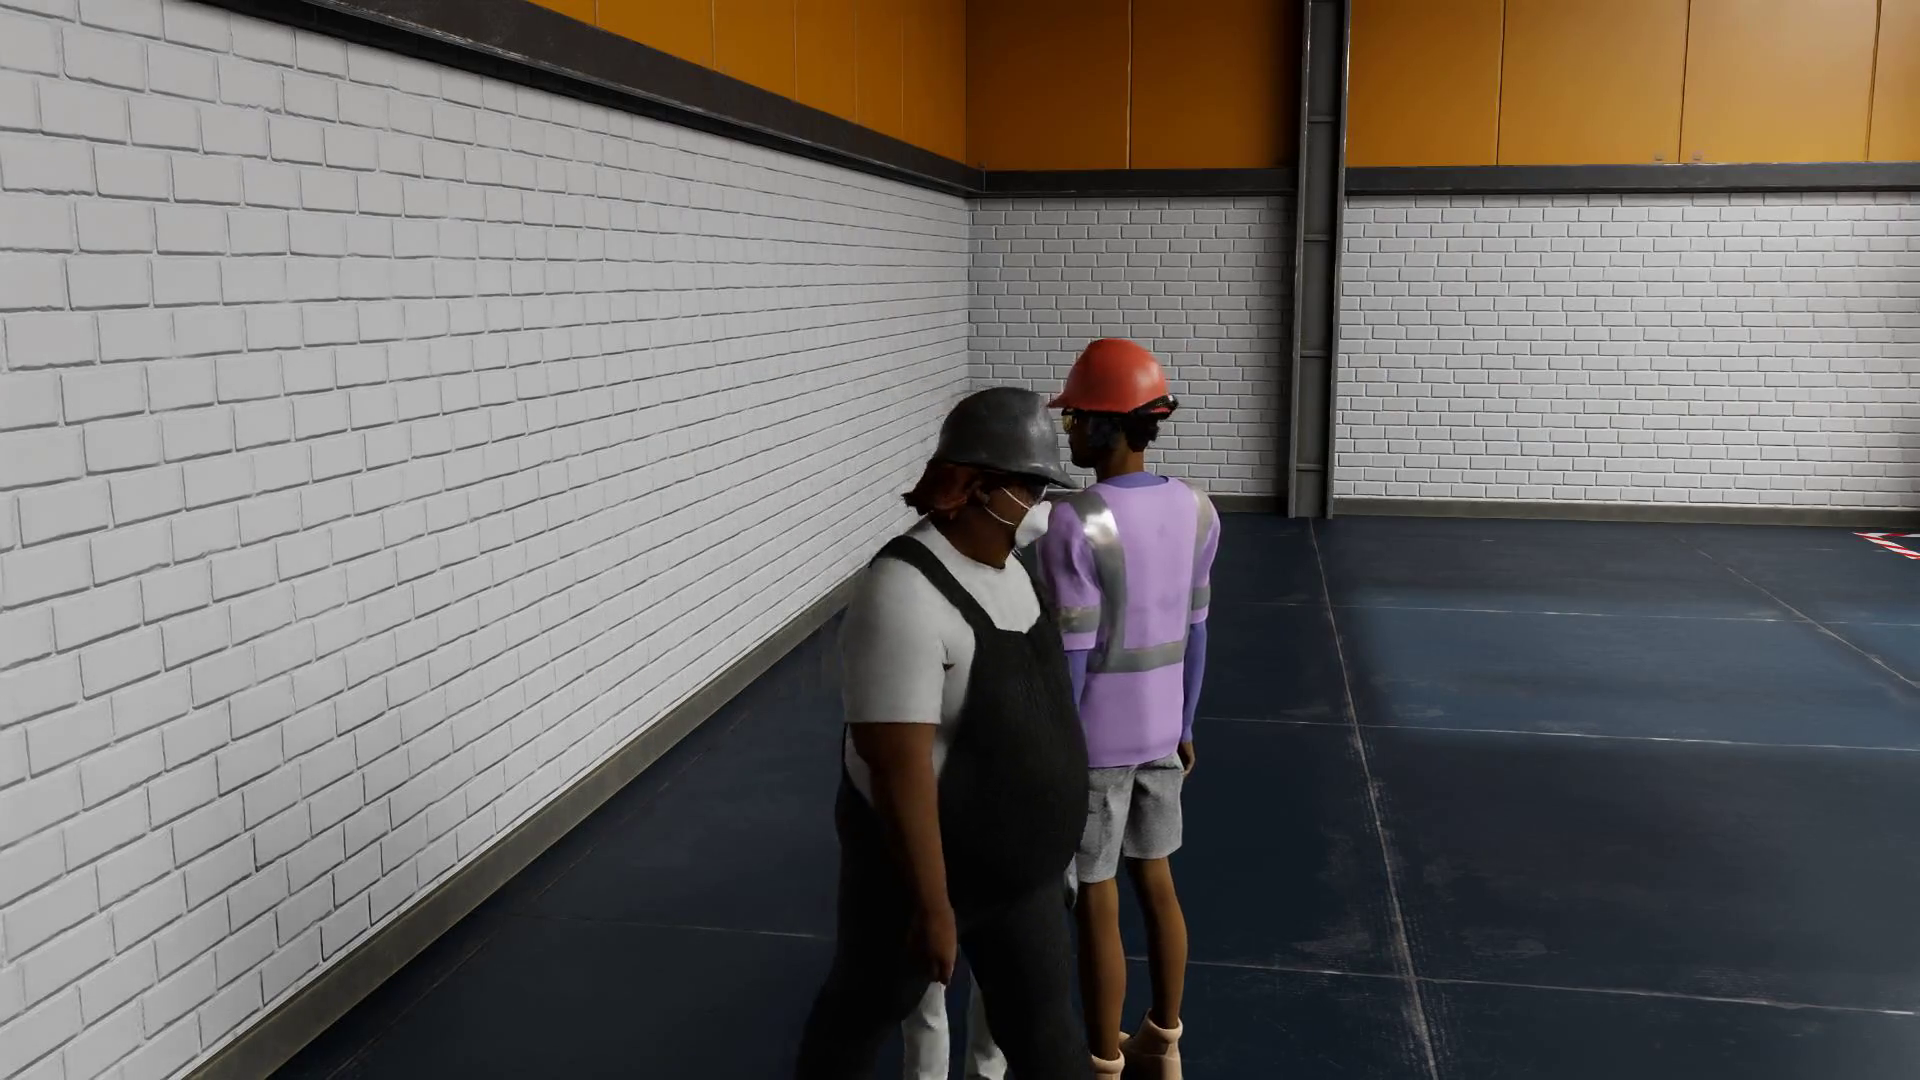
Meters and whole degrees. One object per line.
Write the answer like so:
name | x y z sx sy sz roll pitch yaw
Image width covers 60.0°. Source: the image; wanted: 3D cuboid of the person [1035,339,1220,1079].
person | 0.391 0.504 4.343 0.615 2.043 0.372 -8 12 -42

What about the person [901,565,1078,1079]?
person | 0.010 0.763 4.051 0.564 1.607 0.503 0 9 0
